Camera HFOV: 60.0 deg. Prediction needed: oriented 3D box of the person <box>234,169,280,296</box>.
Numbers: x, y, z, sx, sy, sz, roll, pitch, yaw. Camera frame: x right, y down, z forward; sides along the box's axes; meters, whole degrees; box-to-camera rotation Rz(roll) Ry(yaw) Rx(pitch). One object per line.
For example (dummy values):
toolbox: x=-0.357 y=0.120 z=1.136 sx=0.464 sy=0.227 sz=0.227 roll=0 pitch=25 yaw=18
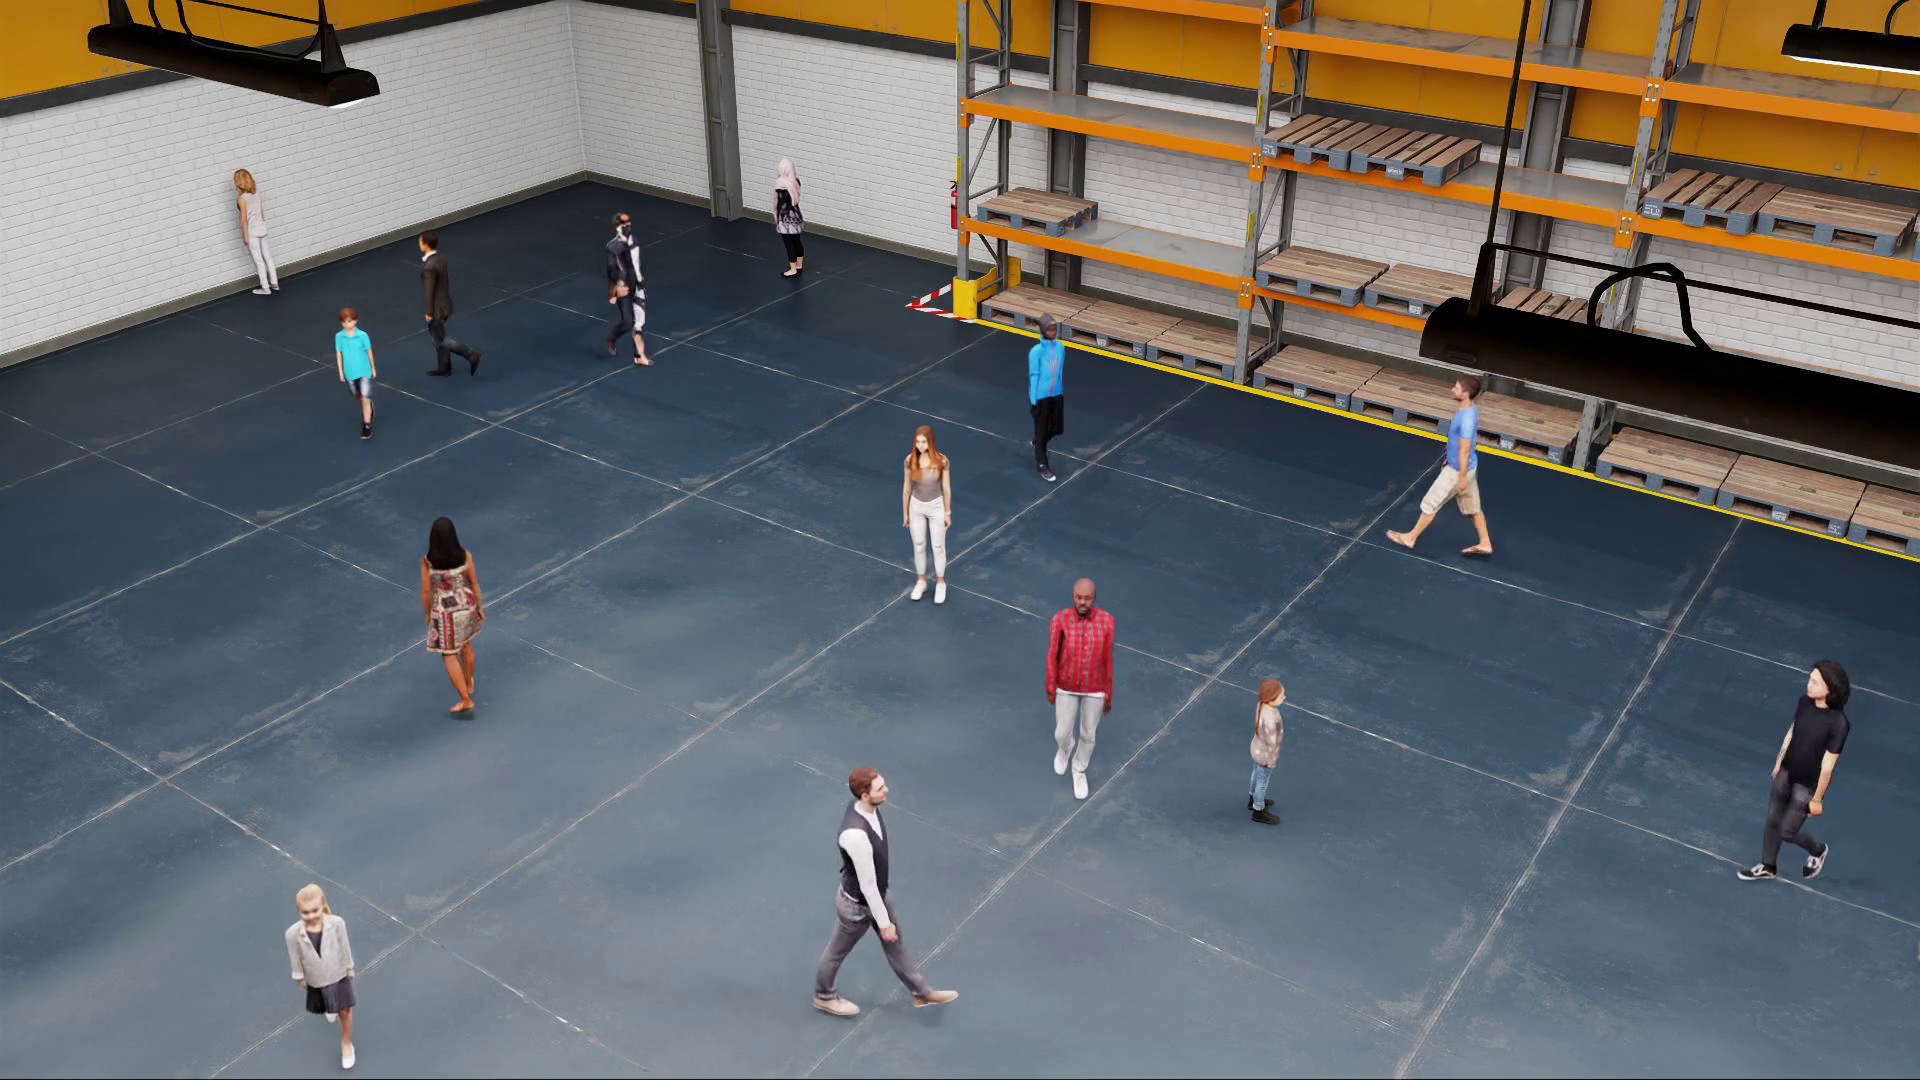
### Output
person: x=-9.336 y=-4.091 z=22.045 sx=0.649 sy=1.672 sz=0.646 roll=7 pitch=29 yaw=13

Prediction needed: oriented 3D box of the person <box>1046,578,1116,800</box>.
person: x=0.910 y=1.042 z=12.492 sx=0.858 sy=1.809 sz=0.913 roll=1 pitch=29 yaw=2

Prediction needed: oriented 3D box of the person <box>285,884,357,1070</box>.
person: x=-3.889 y=2.608 z=10.190 sx=0.752 sy=1.266 sz=0.847 roll=-9 pitch=30 yaw=-16

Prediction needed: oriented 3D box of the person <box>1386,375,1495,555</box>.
person: x=4.770 y=-0.646 z=15.580 sx=1.300 sy=1.817 sz=0.843 roll=11 pitch=30 yaw=19

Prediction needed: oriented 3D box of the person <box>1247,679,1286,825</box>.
person: x=2.243 y=1.533 z=12.236 sx=0.599 sy=1.194 sz=0.556 roll=-1 pitch=29 yaw=-1

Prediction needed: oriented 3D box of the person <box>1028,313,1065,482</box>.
person: x=0.834 y=-1.498 z=17.178 sx=0.768 sy=1.783 sz=0.877 roll=-18 pitch=33 yaw=-29

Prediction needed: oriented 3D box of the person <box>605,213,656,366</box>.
person: x=-4.005 y=-2.985 z=19.804 sx=0.859 sy=1.878 sz=0.688 roll=17 pitch=33 yaw=29

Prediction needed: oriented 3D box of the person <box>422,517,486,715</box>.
person: x=-4.094 y=0.615 z=13.470 sx=0.854 sy=1.623 sz=0.978 roll=-19 pitch=34 yaw=-30

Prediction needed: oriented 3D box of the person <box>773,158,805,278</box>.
person: x=-2.319 y=-4.394 z=22.640 sx=0.681 sy=1.636 sz=0.683 roll=11 pitch=31 yaw=20

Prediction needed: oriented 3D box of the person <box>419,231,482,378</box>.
person: x=-6.006 y=-2.717 z=19.407 sx=1.076 sy=1.787 sz=0.991 roll=-1 pitch=29 yaw=-3

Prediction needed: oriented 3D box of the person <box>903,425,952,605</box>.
person: x=-0.284 y=-0.256 z=14.969 sx=0.603 sy=1.717 sz=0.726 roll=5 pitch=29 yaw=8

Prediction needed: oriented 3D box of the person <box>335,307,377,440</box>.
person: x=-6.597 y=-1.883 z=18.256 sx=0.937 sy=1.427 sz=0.936 roll=-1 pitch=29 yaw=-3

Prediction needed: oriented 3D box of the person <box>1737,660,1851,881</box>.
person: x=5.866 y=1.620 z=11.426 sx=0.956 sy=1.817 sz=0.897 roll=-5 pitch=29 yaw=-9

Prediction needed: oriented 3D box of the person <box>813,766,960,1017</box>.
person: x=-0.703 y=2.205 z=10.270 sx=1.253 sy=1.897 sz=0.968 roll=7 pitch=29 yaw=12
